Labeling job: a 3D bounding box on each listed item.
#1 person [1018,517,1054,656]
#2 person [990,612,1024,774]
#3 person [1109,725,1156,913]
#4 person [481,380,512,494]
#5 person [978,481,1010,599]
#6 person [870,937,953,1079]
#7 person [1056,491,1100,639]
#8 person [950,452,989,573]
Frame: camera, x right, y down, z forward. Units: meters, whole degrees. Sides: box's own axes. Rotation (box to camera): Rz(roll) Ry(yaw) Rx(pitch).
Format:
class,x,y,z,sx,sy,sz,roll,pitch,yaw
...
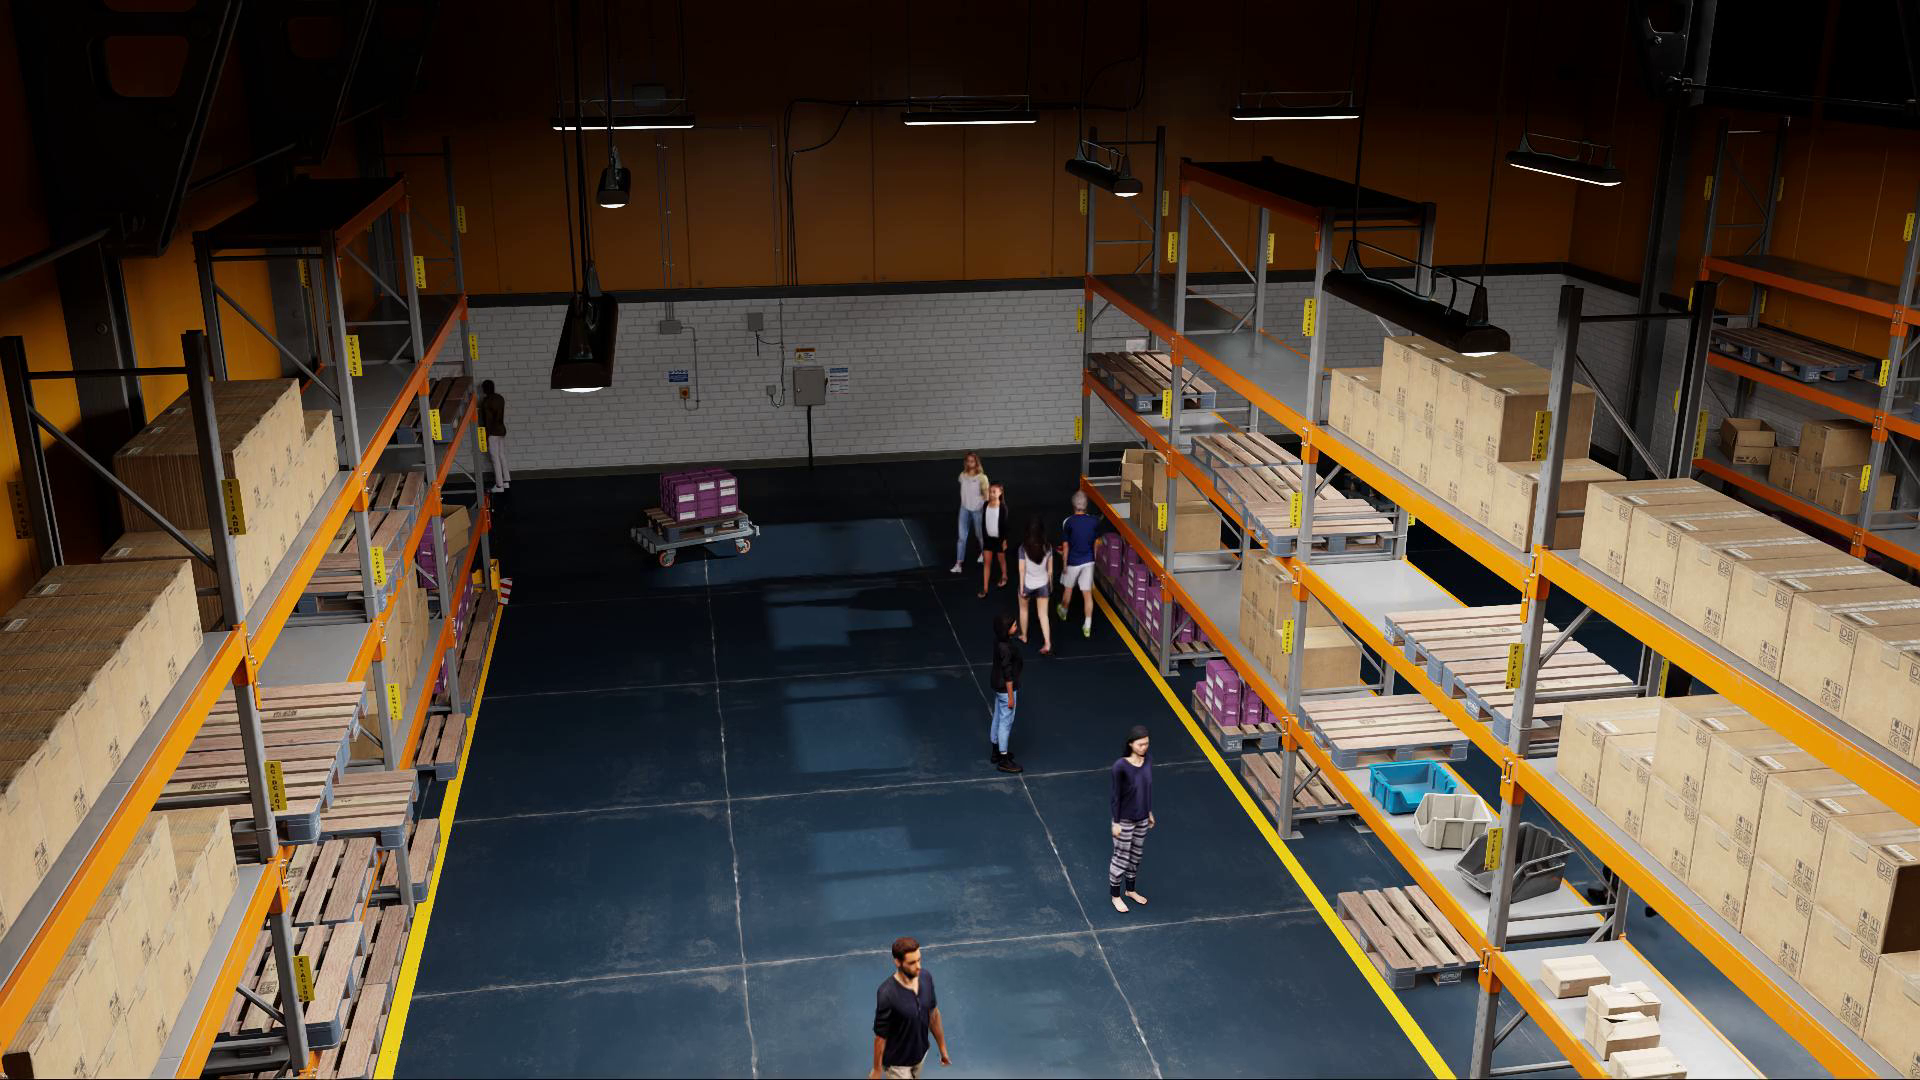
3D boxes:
class,x,y,z,sx,sy,sz,roll,pitch,yaw
person,0.925,0.587,20.080,0.645,1.667,1.098,-5,19,-14
person,0.455,1.553,17.154,0.634,1.704,0.486,-4,19,-13
person,1.495,2.405,14.582,0.679,1.731,0.662,-13,22,-33
person,-7.422,-1.676,26.554,0.857,1.824,0.676,4,19,12
person,0.511,-0.038,22.172,0.933,1.516,1.101,8,20,23
person,-0.438,3.467,11.260,1.025,1.838,0.946,16,24,39
person,1.515,0.331,20.645,0.678,1.792,1.092,-4,19,-12
person,0.234,-0.397,23.001,1.080,1.667,1.223,10,21,26
